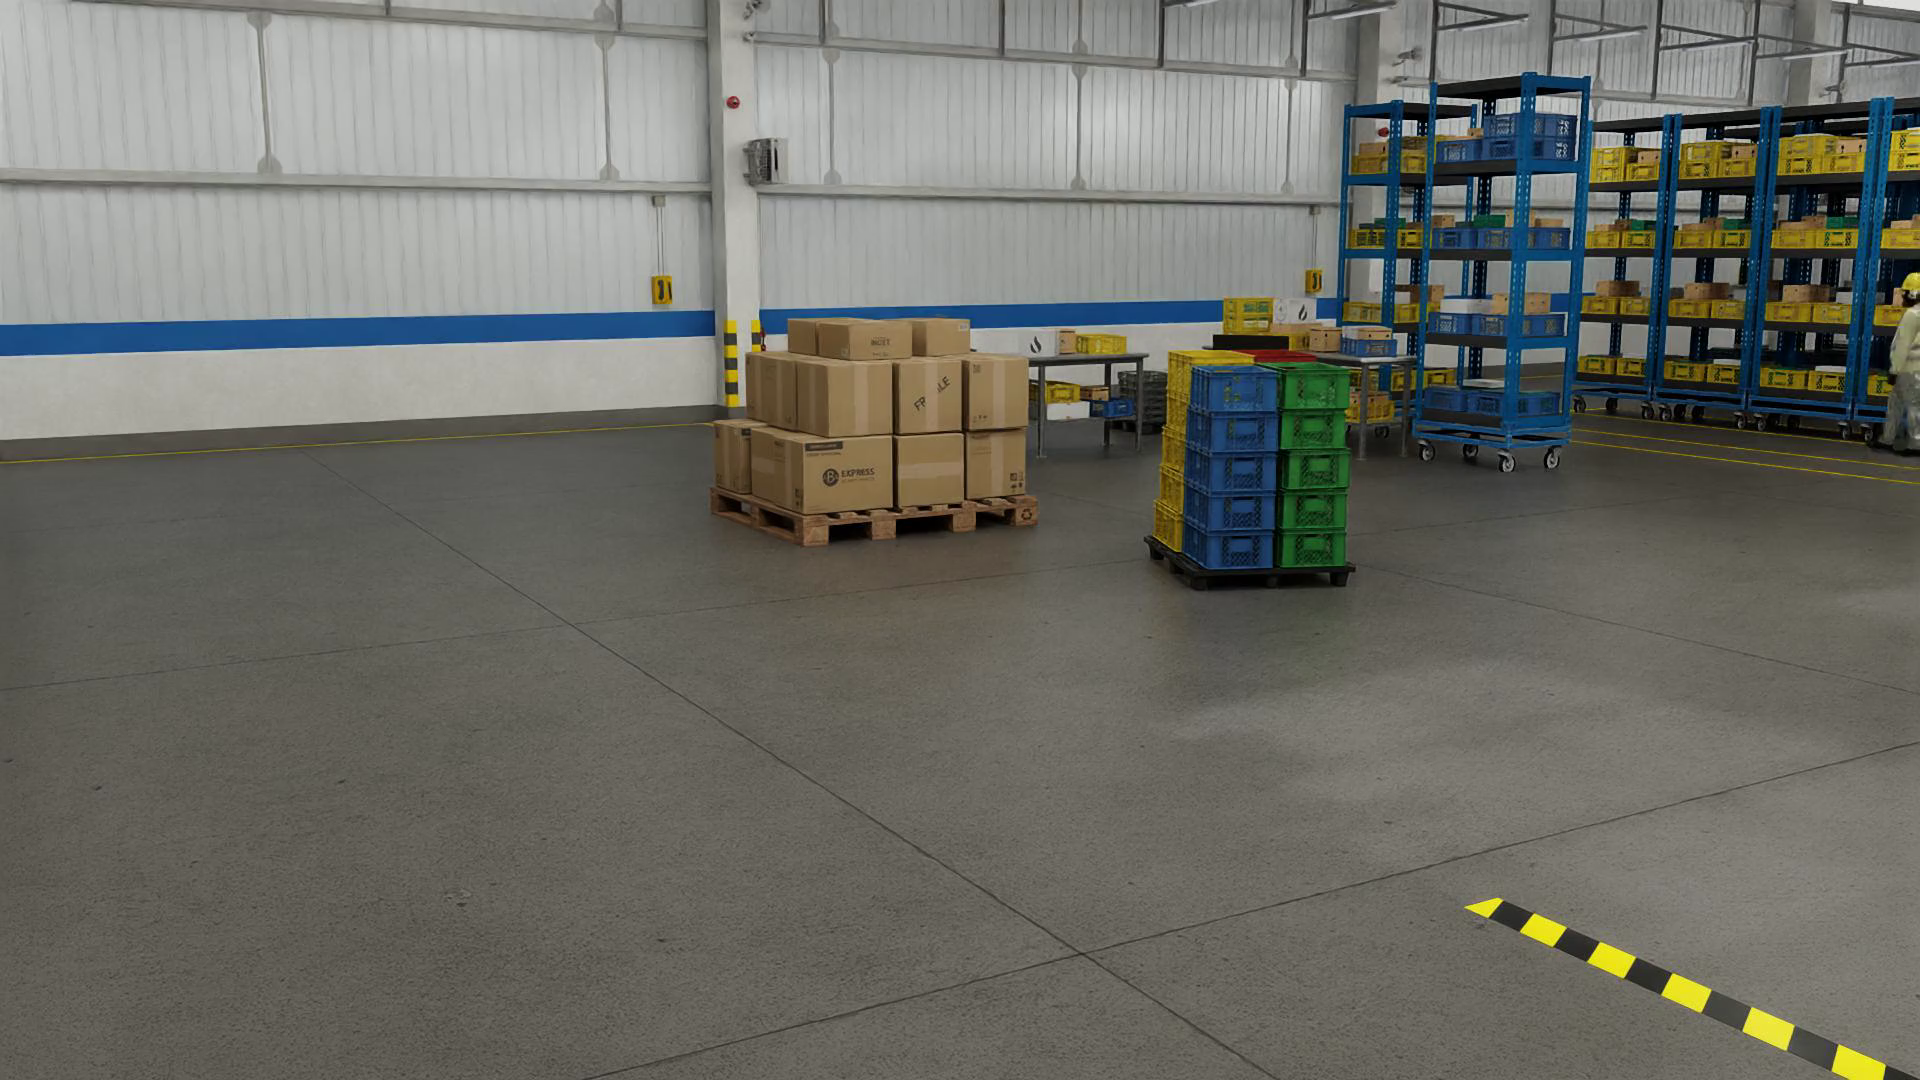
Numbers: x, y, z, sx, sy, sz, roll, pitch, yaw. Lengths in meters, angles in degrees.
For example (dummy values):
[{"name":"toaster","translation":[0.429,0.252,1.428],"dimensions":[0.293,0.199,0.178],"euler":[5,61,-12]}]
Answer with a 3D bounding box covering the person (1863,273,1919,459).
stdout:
[{"name":"person","translation":[9.256,-1.718,16.415],"dimensions":[0.621,1.809,0.732],"euler":[-10,14,-44]}]
